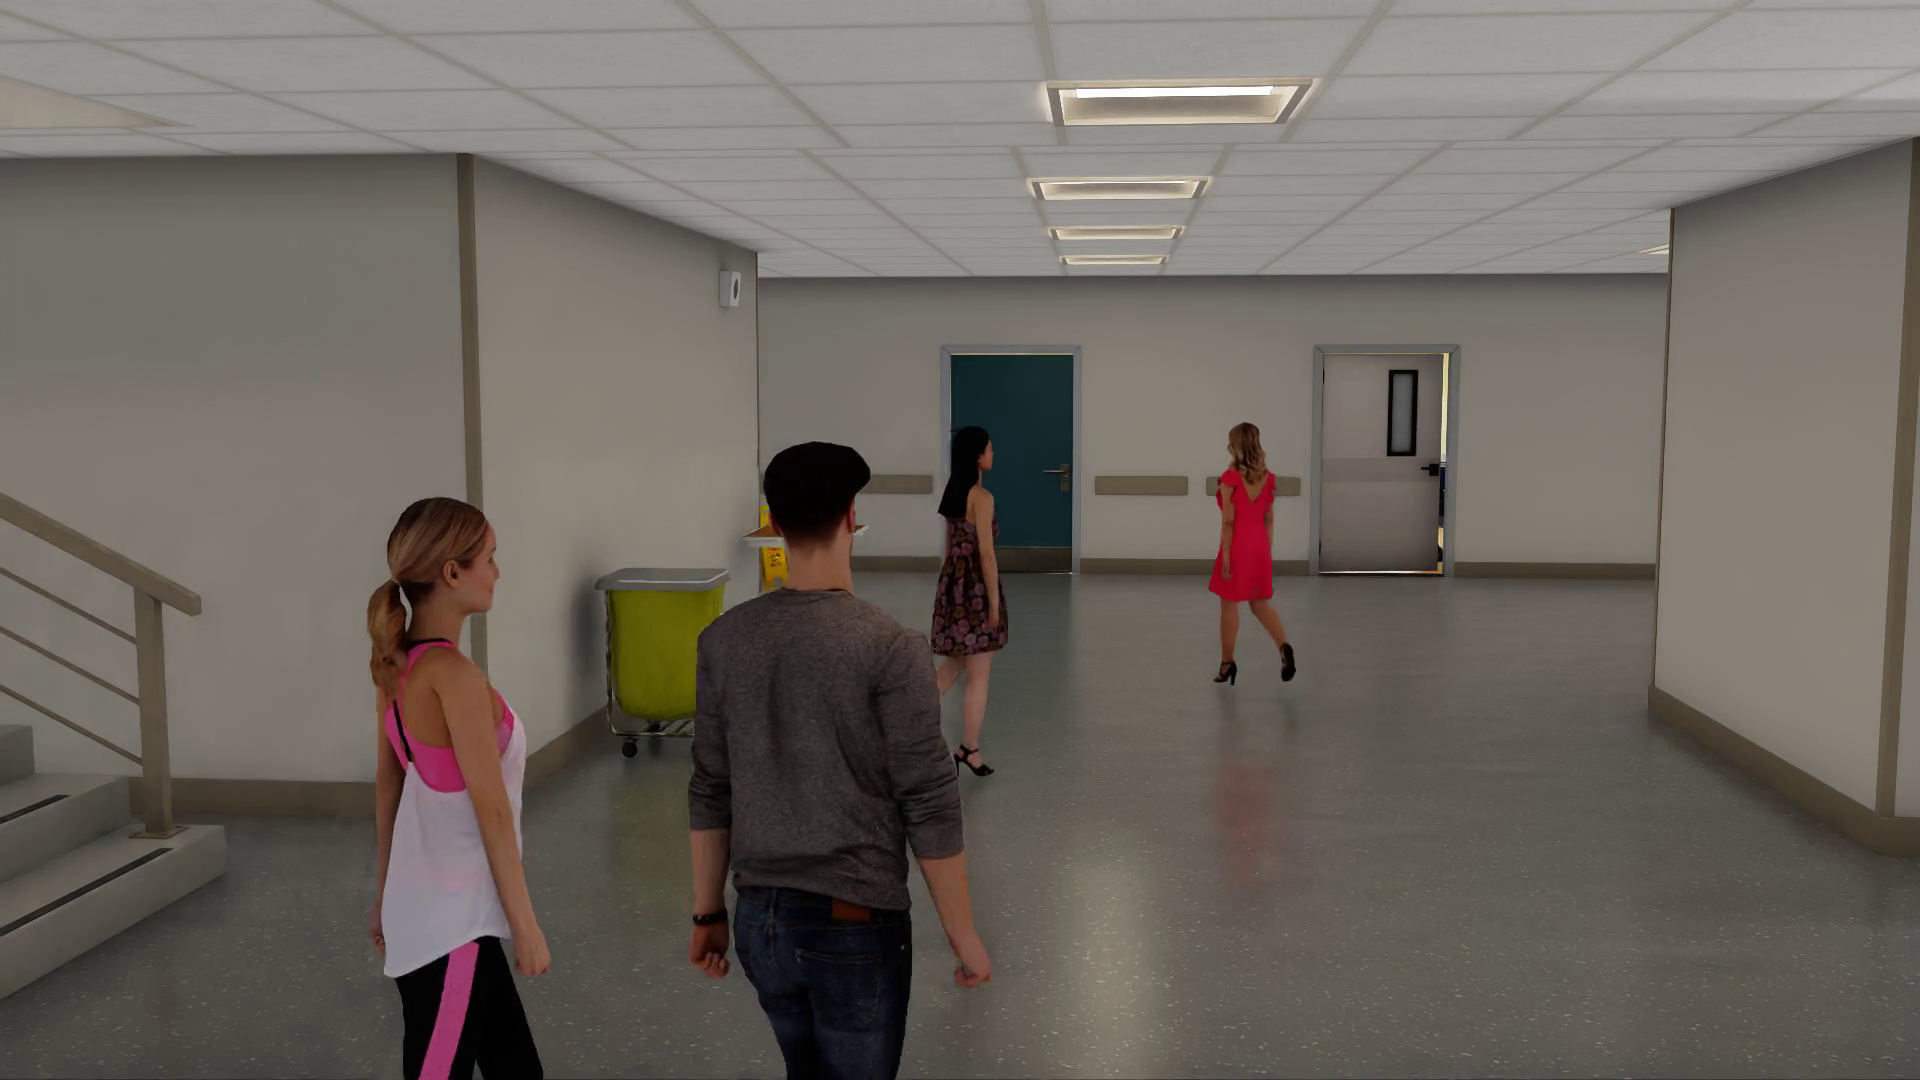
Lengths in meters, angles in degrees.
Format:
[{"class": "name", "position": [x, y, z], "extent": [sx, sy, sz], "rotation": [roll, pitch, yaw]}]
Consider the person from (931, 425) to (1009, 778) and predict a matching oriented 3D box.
[{"class": "person", "position": [-0.027, 0.325, 8.227], "extent": [0.959, 1.762, 0.875], "rotation": [-3, 7, -31]}]

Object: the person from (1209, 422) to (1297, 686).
[{"class": "person", "position": [1.865, 0.122, 10.537], "extent": [1.011, 1.702, 0.949], "rotation": [-3, 6, -25]}]

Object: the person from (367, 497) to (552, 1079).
[{"class": "person", "position": [-1.095, 0.826, 3.272], "extent": [1.148, 1.756, 1.015], "rotation": [-4, 7, -33]}]

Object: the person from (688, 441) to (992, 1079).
[{"class": "person", "position": [-0.319, 0.772, 3.163], "extent": [0.804, 1.885, 0.908], "rotation": [4, 7, 33]}]
